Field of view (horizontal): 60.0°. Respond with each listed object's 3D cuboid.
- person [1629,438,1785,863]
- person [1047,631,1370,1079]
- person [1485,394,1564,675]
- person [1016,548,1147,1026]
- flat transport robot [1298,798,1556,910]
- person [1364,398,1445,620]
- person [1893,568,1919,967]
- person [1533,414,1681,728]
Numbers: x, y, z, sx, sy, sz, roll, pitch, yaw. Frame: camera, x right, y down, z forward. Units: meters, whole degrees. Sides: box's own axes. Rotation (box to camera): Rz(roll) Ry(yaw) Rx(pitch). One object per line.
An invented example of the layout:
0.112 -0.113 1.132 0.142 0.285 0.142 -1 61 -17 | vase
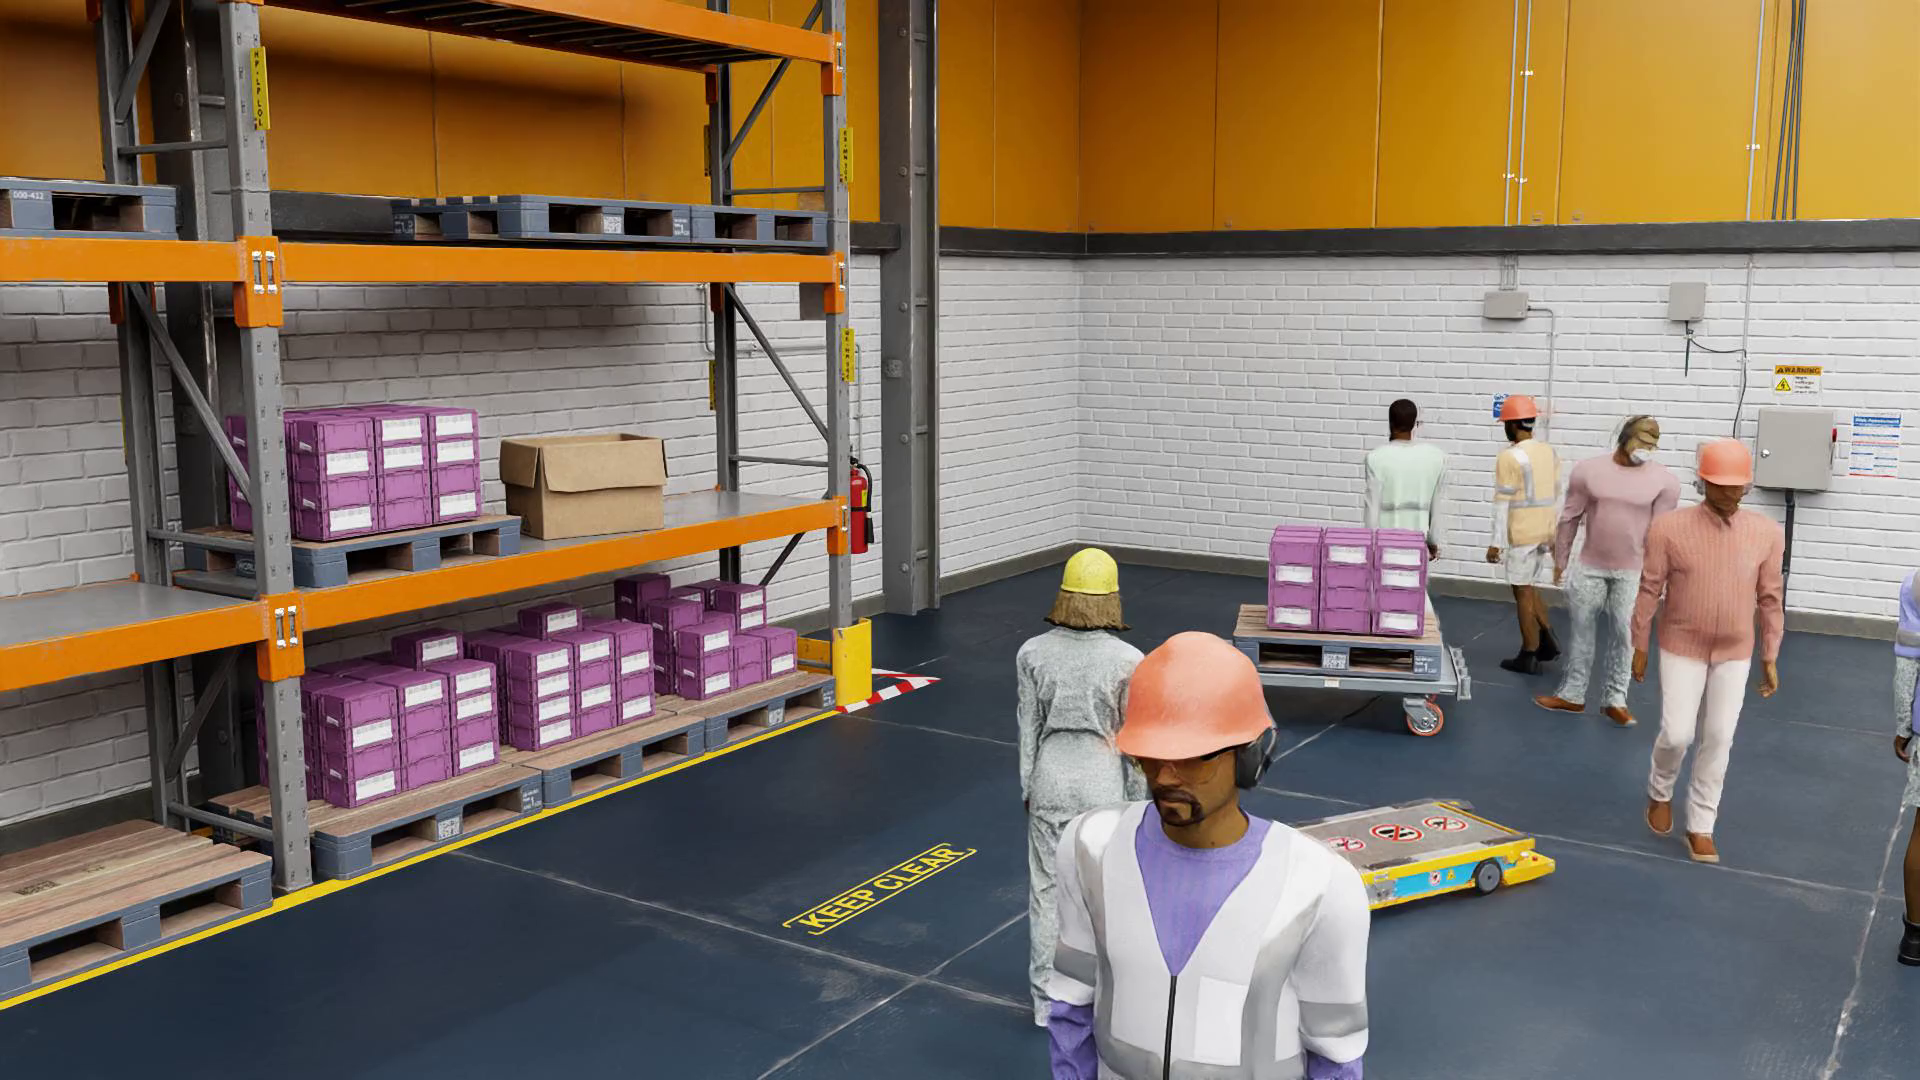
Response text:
3.438 0.502 7.659 0.640 1.971 0.509 1 9 6 | person
0.433 1.171 3.098 0.609 2.044 0.396 5 10 28 | person
3.851 -0.037 11.392 0.551 1.912 0.491 -7 11 -37 | person
0.437 0.891 5.936 0.487 1.734 0.331 3 9 18 | person
1.869 1.400 7.345 1.431 0.197 0.652 -5 10 -27 | flat transport robot
3.025 -0.014 11.311 0.595 1.888 0.838 -2 9 -11 | person
3.879 0.717 6.385 0.361 1.939 0.542 -8 12 -43 | person
3.879 0.181 10.036 0.806 1.907 0.343 6 11 33 | person
